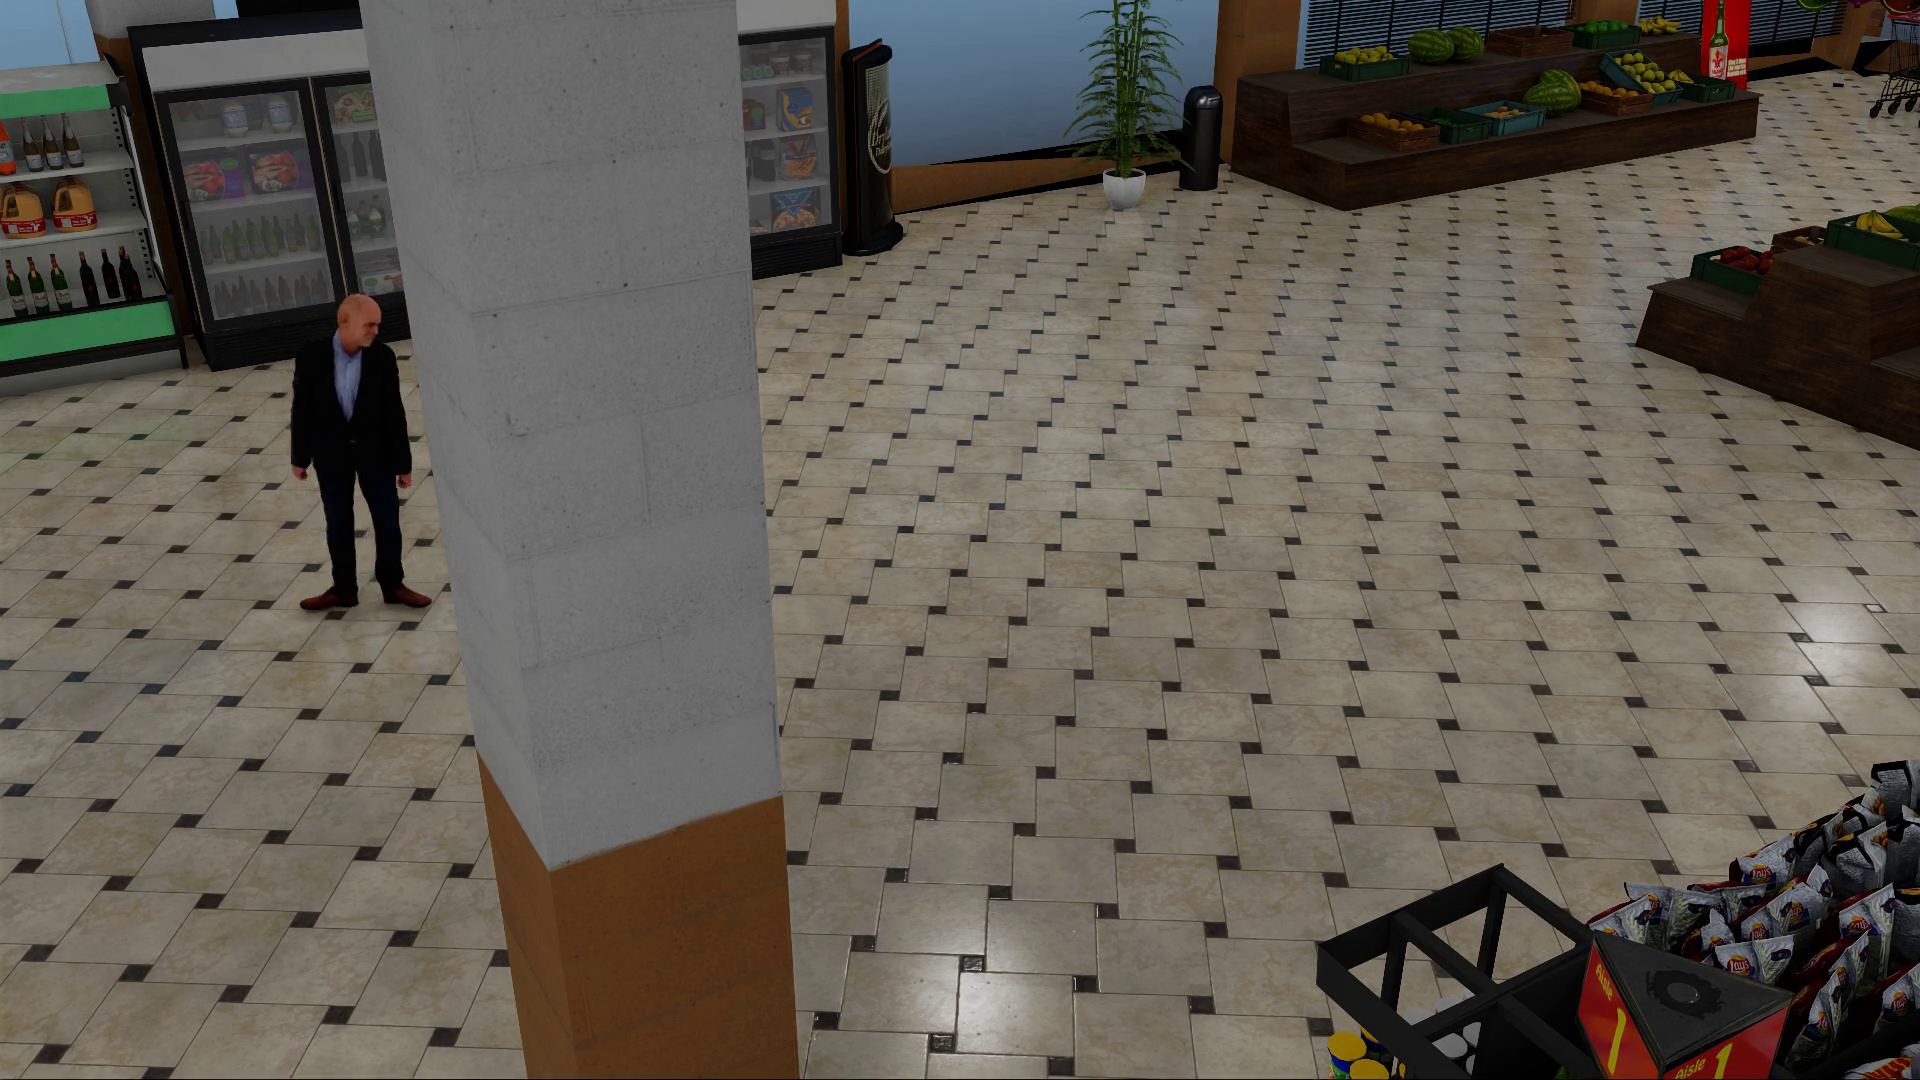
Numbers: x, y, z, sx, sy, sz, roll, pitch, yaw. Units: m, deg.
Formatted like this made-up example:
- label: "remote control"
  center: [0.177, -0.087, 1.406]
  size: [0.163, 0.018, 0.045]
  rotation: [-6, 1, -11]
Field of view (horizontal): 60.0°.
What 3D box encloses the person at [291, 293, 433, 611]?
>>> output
- label: "person"
  center: [-3.173, -0.422, 8.547]
  size: [0.644, 1.766, 0.958]
  rotation: [-2, 27, -4]
